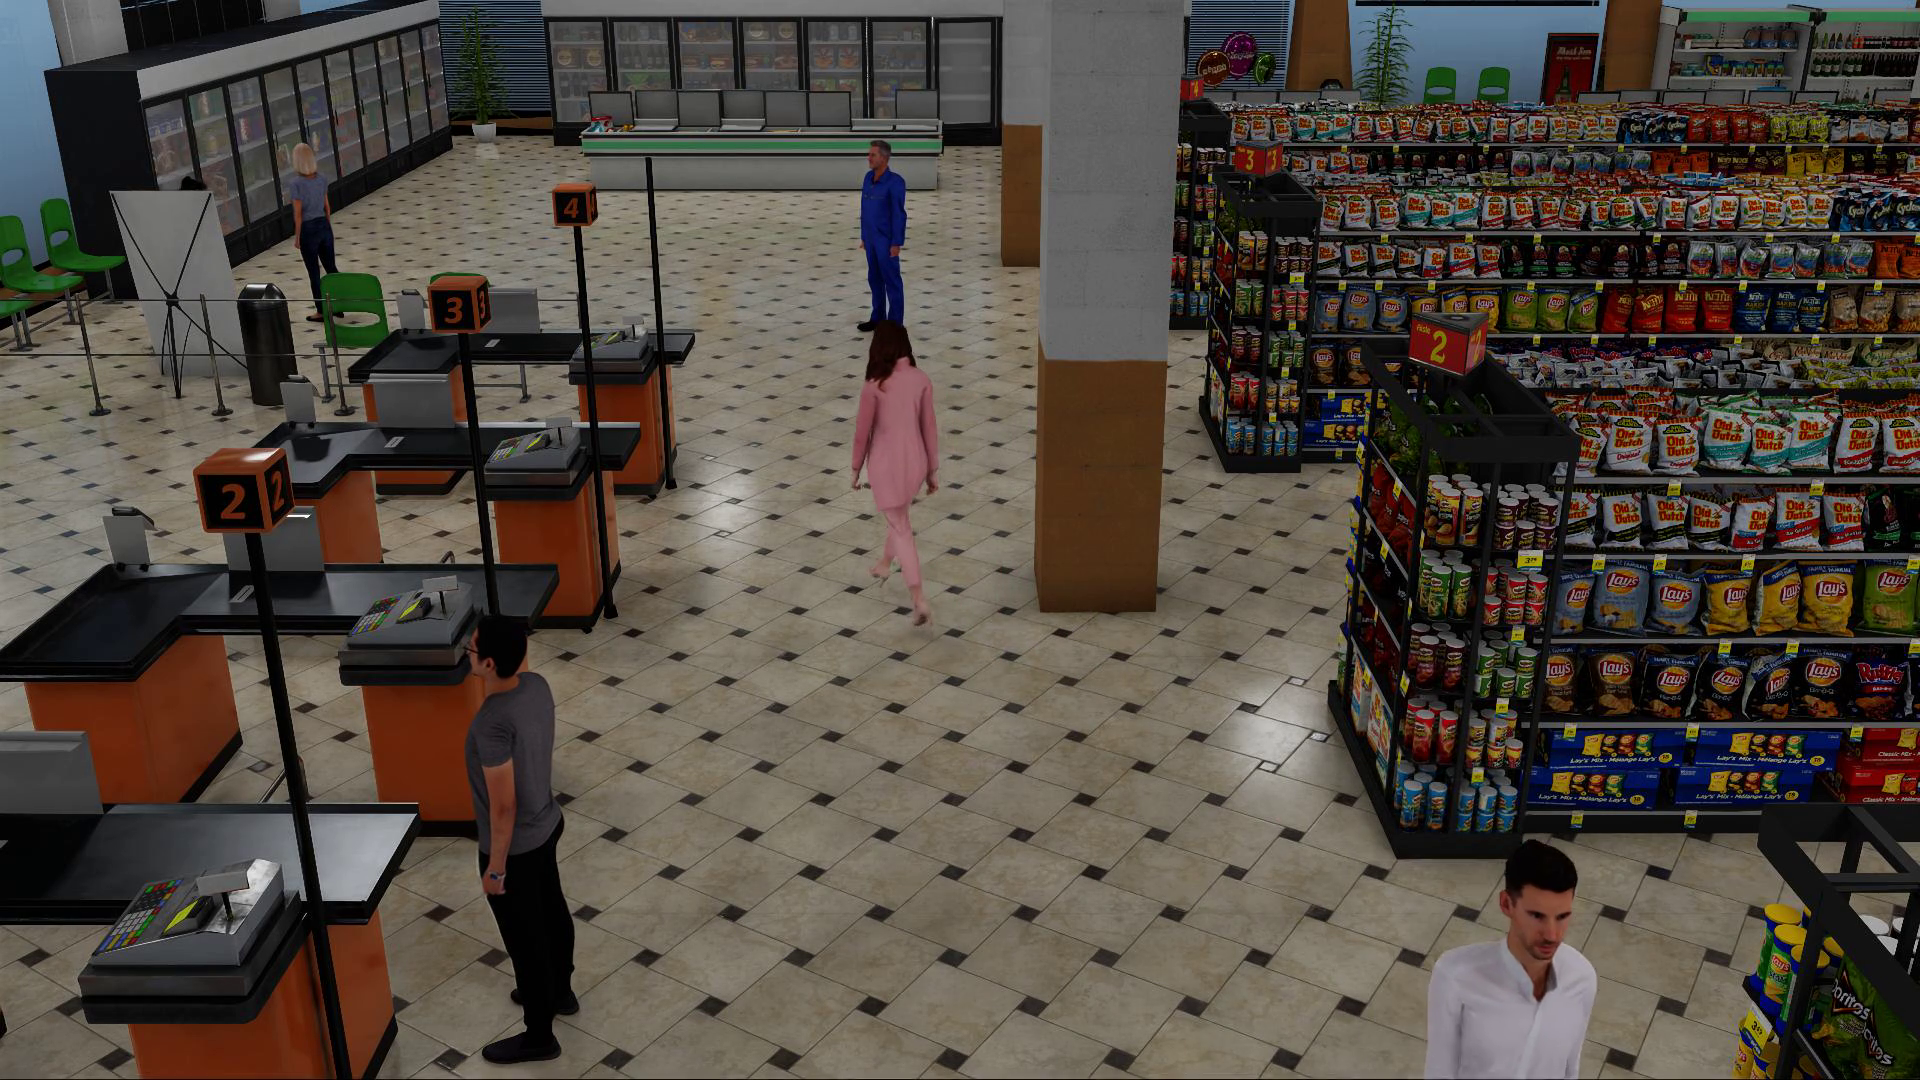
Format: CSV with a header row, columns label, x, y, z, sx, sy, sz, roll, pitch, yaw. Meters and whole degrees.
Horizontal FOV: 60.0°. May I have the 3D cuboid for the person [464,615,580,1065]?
label,x,y,z,sx,sy,sz,roll,pitch,yaw
person,-1.596,1.065,6.034,0.563,1.755,0.622,2,22,4

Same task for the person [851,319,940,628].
label,x,y,z,sx,sy,sz,roll,pitch,yaw
person,-0.325,-0.325,9.518,1.193,1.737,1.014,-10,24,-23

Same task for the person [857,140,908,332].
label,x,y,z,sx,sy,sz,roll,pitch,yaw
person,-0.724,-2.841,15.657,0.810,1.829,0.779,-17,28,-37

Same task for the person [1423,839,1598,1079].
label,x,y,z,sx,sy,sz,roll,pitch,yaw
person,1.409,1.604,4.581,1.112,1.839,0.679,1,22,2

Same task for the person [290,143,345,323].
label,x,y,z,sx,sy,sz,roll,pitch,yaw
person,-6.271,-2.992,16.177,0.672,1.722,0.656,13,25,29
